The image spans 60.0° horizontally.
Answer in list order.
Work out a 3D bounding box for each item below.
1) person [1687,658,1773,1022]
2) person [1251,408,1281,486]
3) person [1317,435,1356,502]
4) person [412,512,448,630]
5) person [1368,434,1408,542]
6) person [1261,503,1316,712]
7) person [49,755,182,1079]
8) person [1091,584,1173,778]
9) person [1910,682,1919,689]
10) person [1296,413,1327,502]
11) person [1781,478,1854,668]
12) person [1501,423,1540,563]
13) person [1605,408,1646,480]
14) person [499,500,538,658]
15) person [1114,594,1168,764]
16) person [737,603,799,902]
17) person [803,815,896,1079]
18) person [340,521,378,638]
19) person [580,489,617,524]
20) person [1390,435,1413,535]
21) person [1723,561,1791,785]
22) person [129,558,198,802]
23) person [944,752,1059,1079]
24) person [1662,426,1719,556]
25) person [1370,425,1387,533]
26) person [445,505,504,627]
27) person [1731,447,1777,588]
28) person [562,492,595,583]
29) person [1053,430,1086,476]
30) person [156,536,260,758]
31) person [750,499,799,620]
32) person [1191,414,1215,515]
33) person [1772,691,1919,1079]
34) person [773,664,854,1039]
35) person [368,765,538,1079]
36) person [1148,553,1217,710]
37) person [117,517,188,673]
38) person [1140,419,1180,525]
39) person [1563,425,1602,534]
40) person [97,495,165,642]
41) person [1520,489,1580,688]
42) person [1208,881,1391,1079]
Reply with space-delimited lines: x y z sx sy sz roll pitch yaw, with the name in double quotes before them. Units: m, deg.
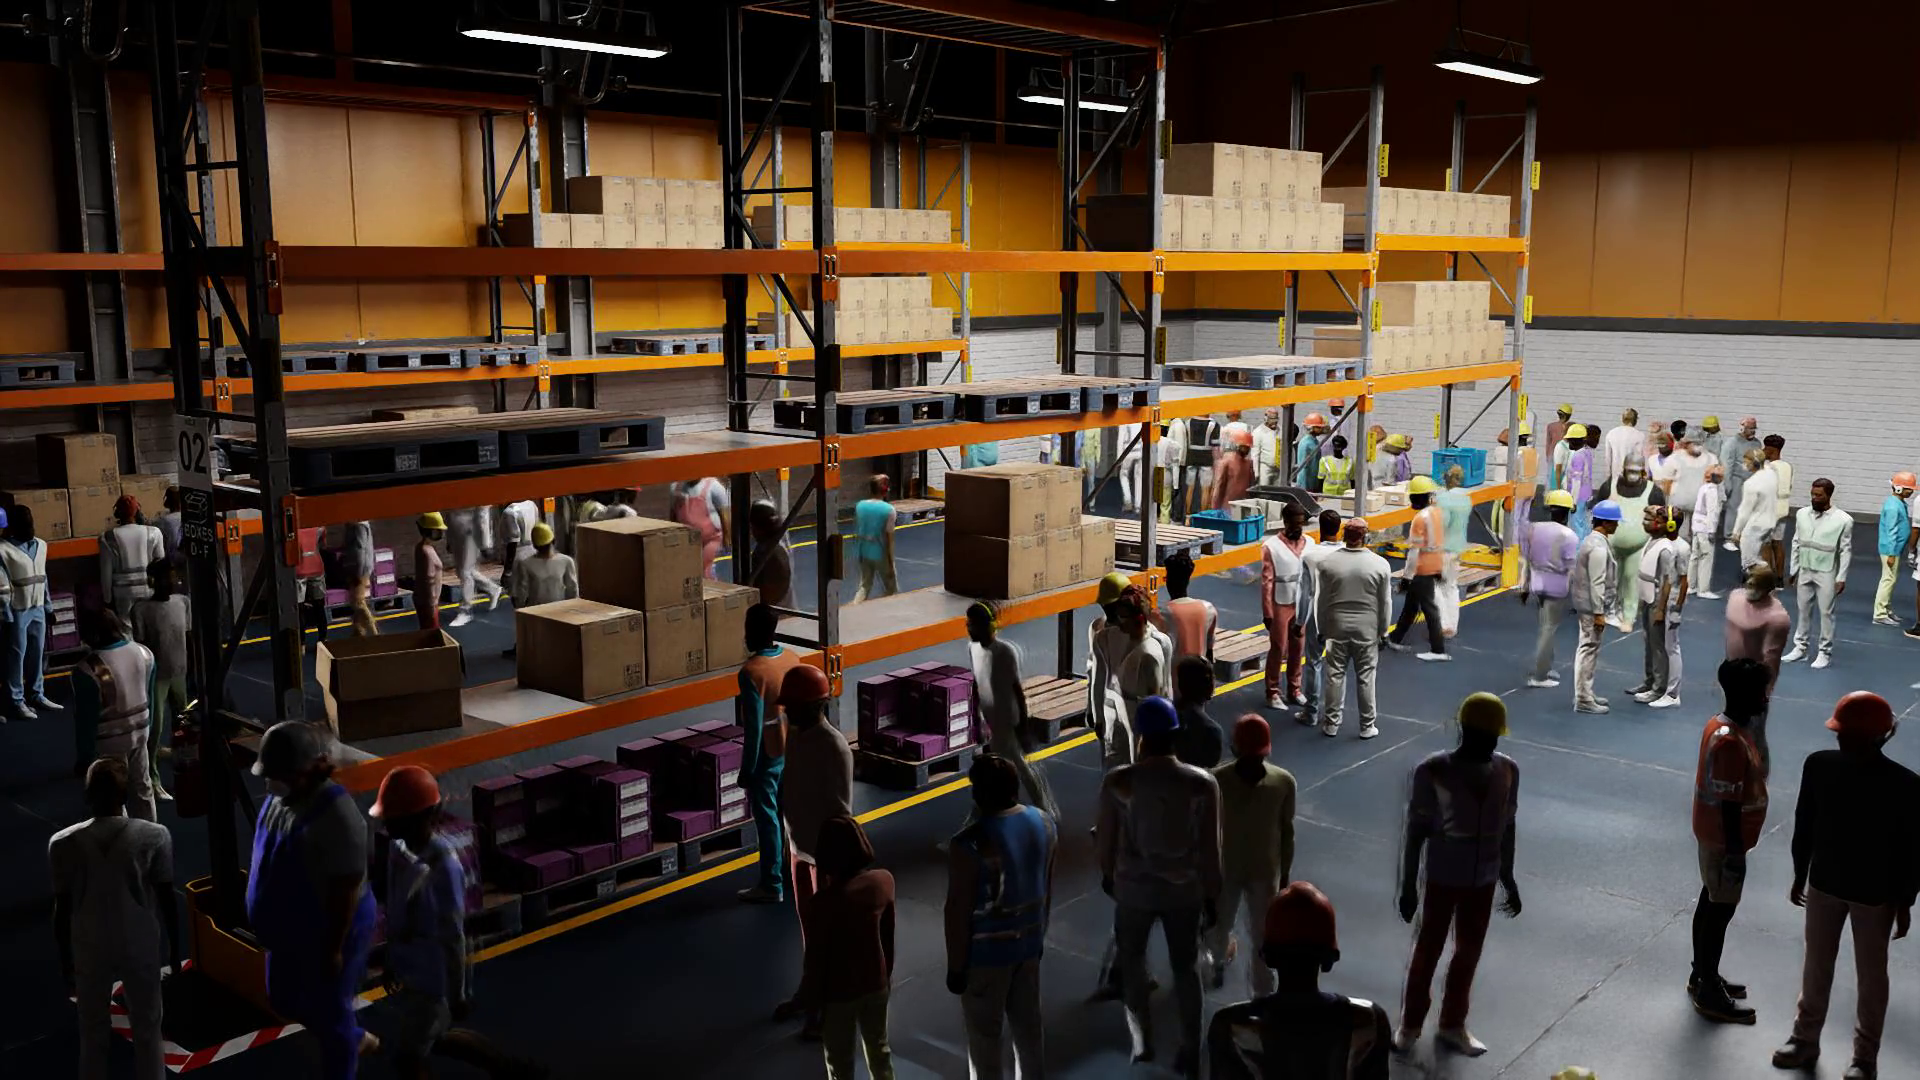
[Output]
"person" 4.163 1.592 9.003 0.367 1.966 0.606 3 10 18
"person" 4.646 -1.037 24.926 0.653 1.896 0.400 -6 11 -31
"person" 5.192 -0.608 22.927 0.535 1.699 0.321 1 10 6
"person" -4.954 0.591 15.607 0.354 1.756 0.531 -4 10 -21
"person" 5.946 -0.622 23.016 0.625 1.703 0.604 -1 10 -4
"person" 2.970 0.598 15.124 0.601 1.906 0.386 -6 11 -30
"person" -3.848 1.889 7.628 0.514 1.839 0.350 -3 10 -20
"person" 1.178 1.228 11.441 0.575 1.880 0.357 4 10 22
"person" 9.240 0.600 15.593 0.319 1.742 0.492 -2 10 -13
"person" 4.873 -0.780 23.110 0.404 1.987 0.619 6 11 31
"person" 8.639 0.323 16.723 0.371 1.916 0.597 -5 11 -29
"person" 7.510 -0.614 22.341 0.591 1.913 0.399 -7 12 -34
"person" 9.736 -0.960 24.316 0.361 1.938 0.635 -7 12 -34
"person" -4.544 0.233 17.113 0.366 1.967 0.602 2 10 9
"person" 1.229 1.269 11.301 0.373 1.840 0.572 -1 10 -7
"person" -1.208 1.348 10.603 0.374 1.916 0.596 4 10 24
"person" -0.486 2.025 7.438 0.500 1.629 0.290 -9 13 -42
"person" -6.343 0.292 17.479 0.316 1.726 0.672 -5 11 -27
"person" -3.741 0.264 17.409 0.512 1.811 0.617 -5 11 -28
"person" 6.236 -0.681 23.574 0.312 1.631 0.524 3 10 16
"person" 5.867 1.060 12.421 0.373 1.903 0.775 -1 10 -6
"person" -6.000 1.046 12.596 0.330 1.861 0.506 5 11 29
"person" 0.173 1.880 7.695 0.620 1.836 0.431 -9 13 -42
"person" 9.287 -0.490 21.210 0.693 2.000 0.743 0 10 0
"person" 6.277 -0.913 24.989 0.301 1.625 0.498 4 10 20
"person" -5.545 -0.009 18.826 0.658 1.879 0.812 8 12 39
"person" 9.256 -0.133 19.442 0.647 1.925 0.480 -9 13 -43
"person" -4.498 -0.084 19.972 0.522 1.642 0.306 -1 10 -9
"person" 1.668 -1.142 25.102 0.615 2.041 0.393 -8 13 -41
"person" -6.420 0.755 13.780 0.688 2.000 1.101 6 11 31
"person" -1.689 0.640 14.464 0.542 2.000 0.723 1 10 8
"person" 3.870 -1.303 26.409 0.385 1.929 0.543 -2 10 -14
"person" 4.408 1.709 8.226 0.392 1.991 0.612 -7 12 -37
"person" -0.779 1.620 8.788 0.409 1.986 0.620 -6 11 -33
"person" -2.303 1.888 7.430 0.819 1.911 0.565 -7 12 -36
"person" 1.593 1.064 12.155 0.612 1.963 0.361 -6 11 -32
"person" -7.775 0.553 16.080 0.571 1.672 0.573 -7 12 -35
"person" 2.834 -0.824 23.570 0.587 1.920 0.397 5 11 26
"person" 8.509 -0.634 22.577 0.868 1.867 0.677 3 10 15
"person" -7.803 0.507 15.729 0.573 1.883 0.355 -7 12 -35
"person" 5.714 0.466 15.910 0.660 1.895 0.624 -5 11 -26
"person" 1.108 2.132 5.547 0.605 2.045 0.387 0 10 -2
